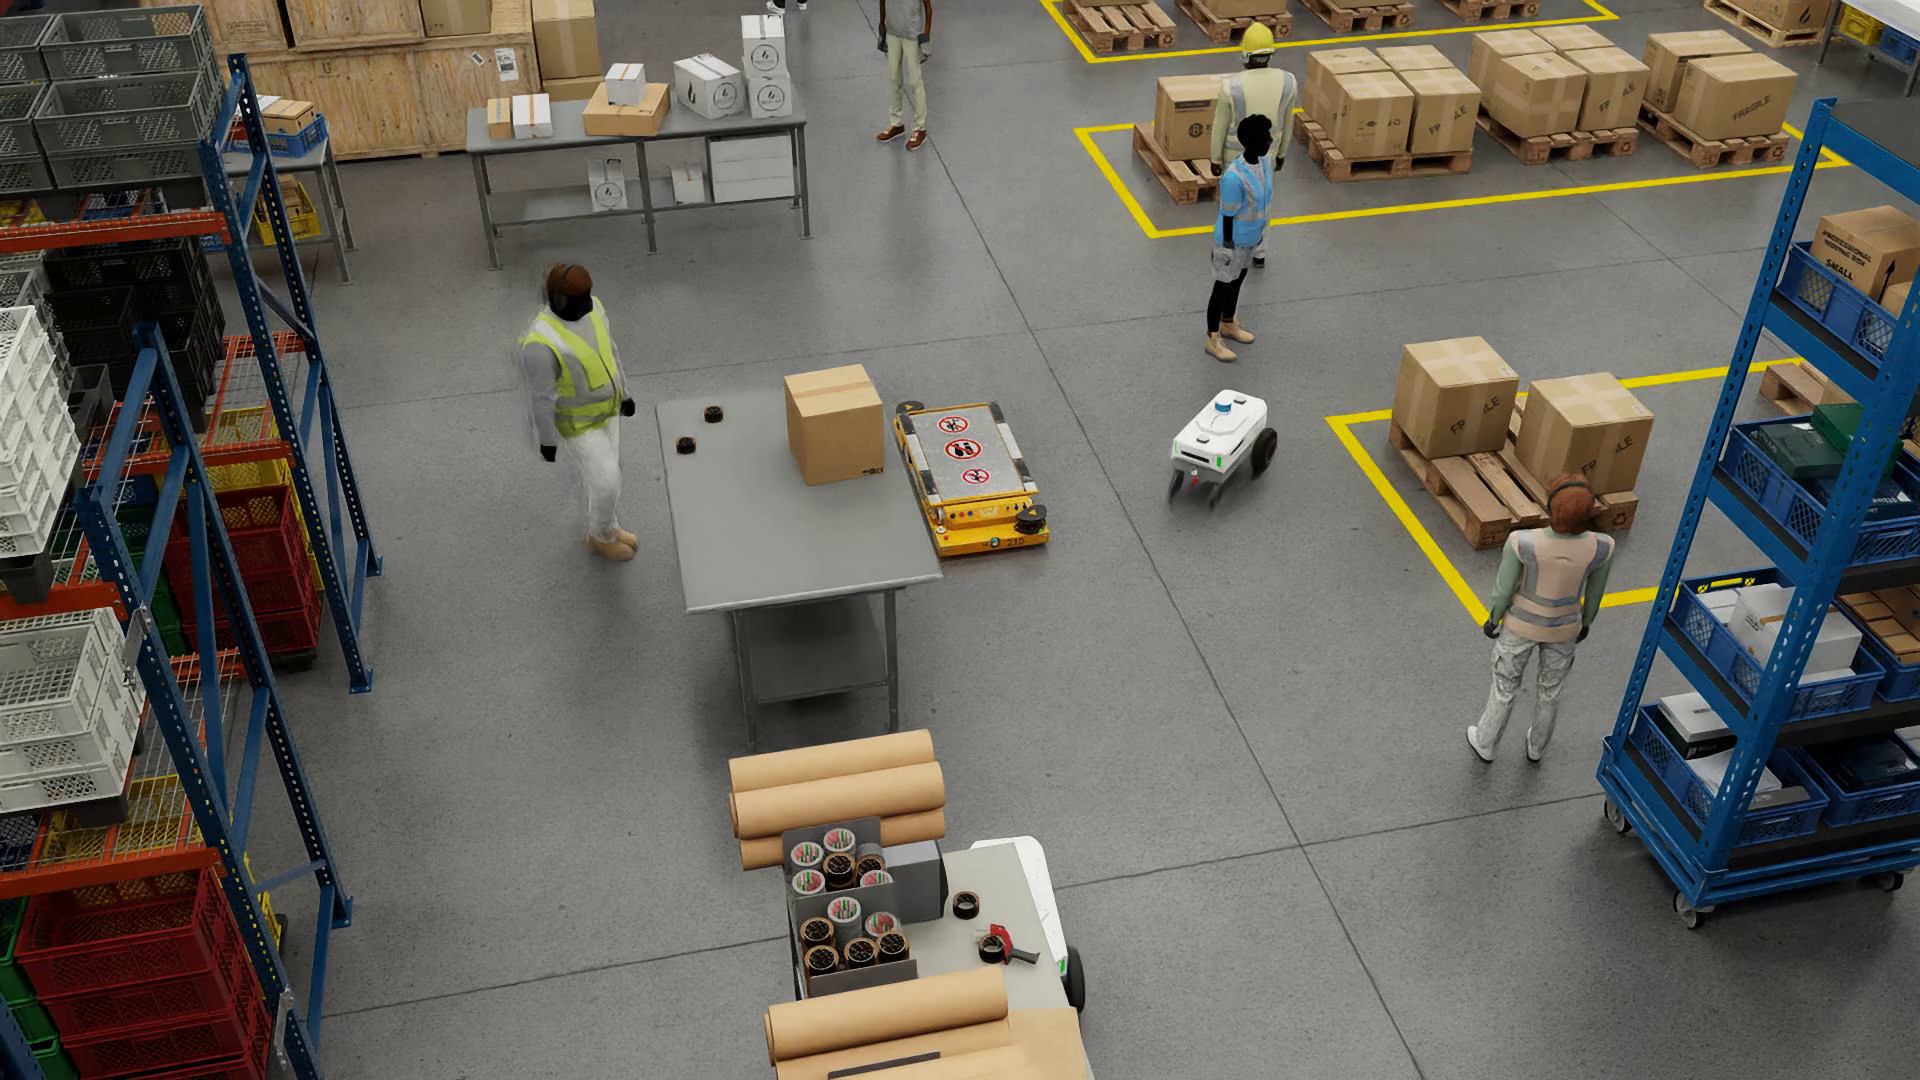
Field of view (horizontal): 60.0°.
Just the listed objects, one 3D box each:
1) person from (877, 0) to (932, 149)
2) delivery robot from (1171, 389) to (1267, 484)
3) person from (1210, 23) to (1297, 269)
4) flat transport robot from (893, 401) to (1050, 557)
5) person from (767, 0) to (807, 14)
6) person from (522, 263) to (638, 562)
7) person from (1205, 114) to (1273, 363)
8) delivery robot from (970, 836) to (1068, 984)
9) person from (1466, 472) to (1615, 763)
[{"bbox_3d":[-0.469,-4.192,13.839,0.534,1.865,0.309,22,42,27],"label":"person"},{"bbox_3d":[1.577,-0.642,10.081,0.477,0.478,0.707,21,41,26],"label":"delivery robot"},{"bbox_3d":[2.088,-2.819,12.031,0.596,1.826,0.403,-7,37,-9],"label":"person"},{"bbox_3d":[0.046,-0.430,10.108,0.652,0.197,1.431,-8,37,-10],"label":"flat transport robot"},{"bbox_3d":[-1.756,-6.222,16.526,0.594,1.917,0.388,-16,40,-20],"label":"person"},{"bbox_3d":[-2.005,-0.685,9.159,0.557,1.819,0.667,12,38,15],"label":"person"},{"bbox_3d":[1.868,-2.024,11.063,0.321,1.697,0.535,23,42,27],"label":"person"},{"bbox_3d":[0.235,1.591,7.081,0.477,0.478,0.707,-5,37,-6],"label":"delivery robot"},{"bbox_3d":[2.736,0.400,7.853,0.514,1.641,0.308,1,37,2],"label":"person"}]
